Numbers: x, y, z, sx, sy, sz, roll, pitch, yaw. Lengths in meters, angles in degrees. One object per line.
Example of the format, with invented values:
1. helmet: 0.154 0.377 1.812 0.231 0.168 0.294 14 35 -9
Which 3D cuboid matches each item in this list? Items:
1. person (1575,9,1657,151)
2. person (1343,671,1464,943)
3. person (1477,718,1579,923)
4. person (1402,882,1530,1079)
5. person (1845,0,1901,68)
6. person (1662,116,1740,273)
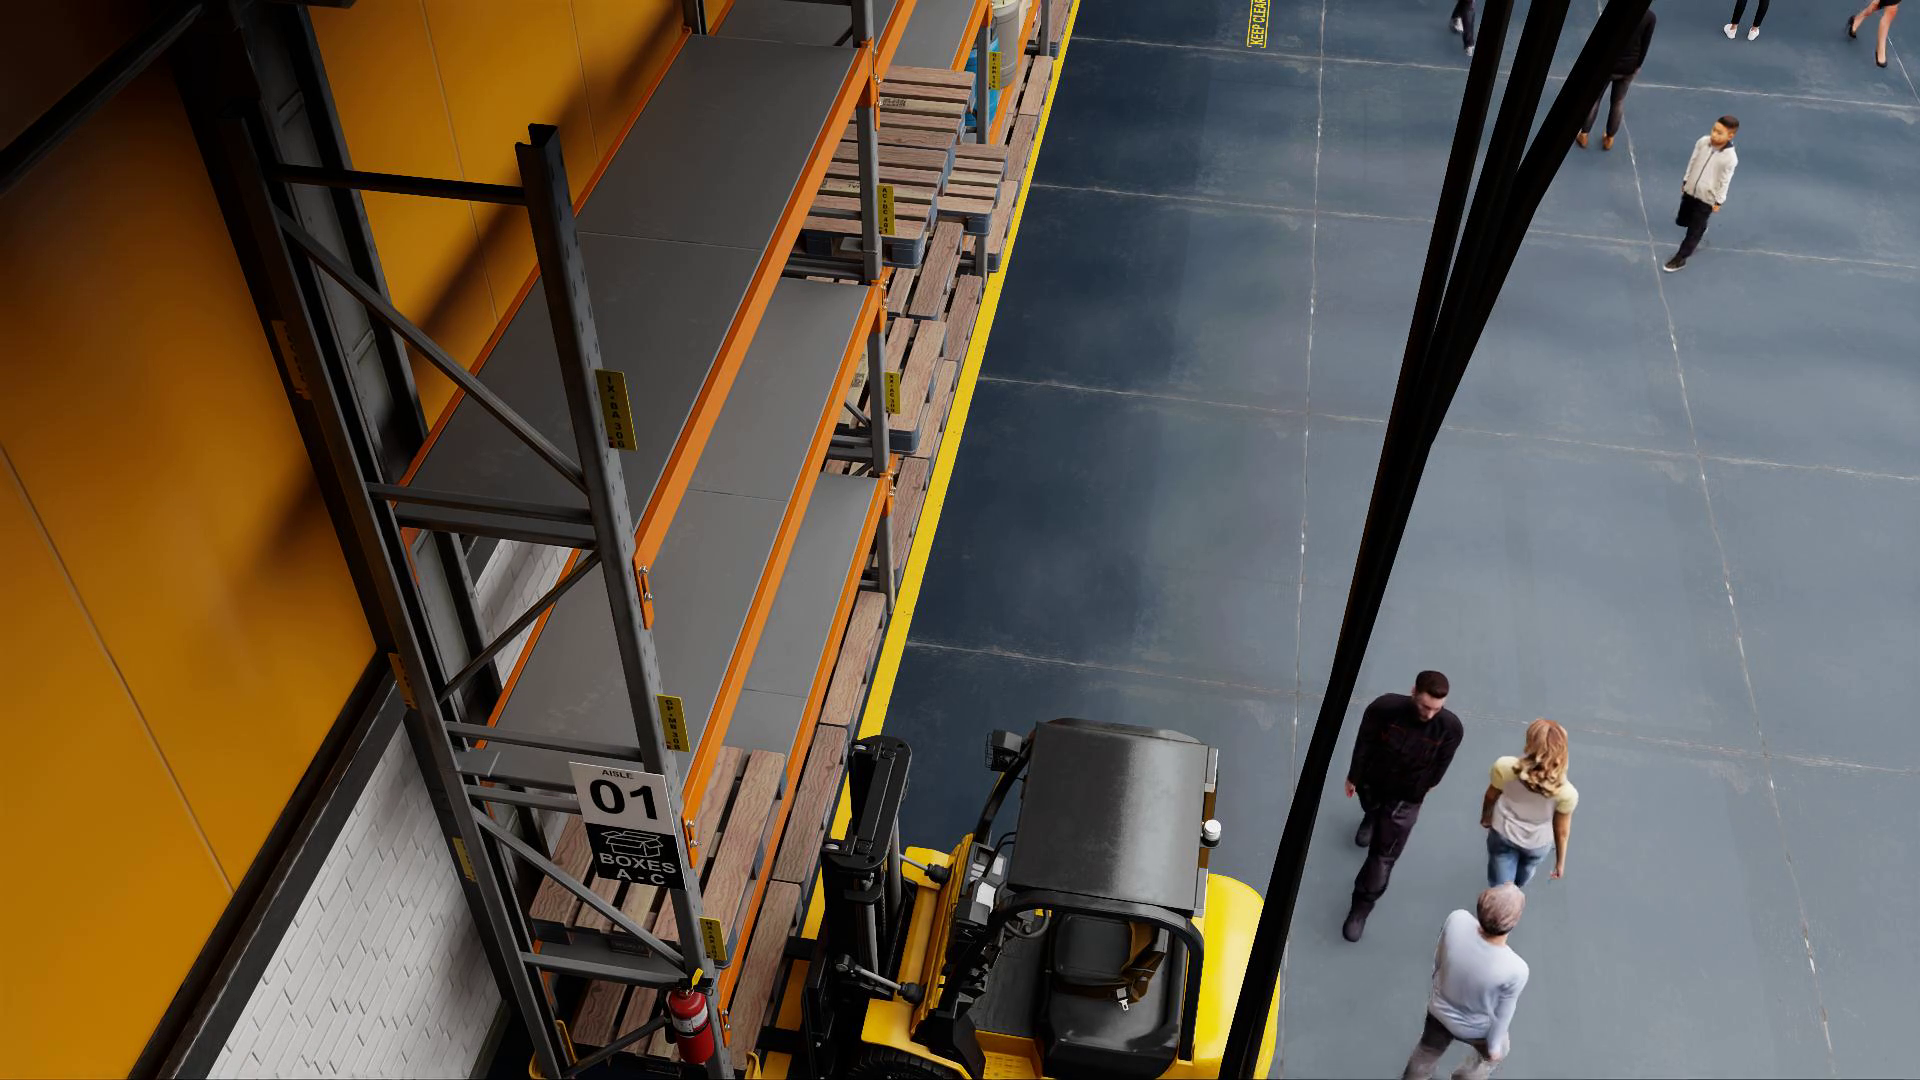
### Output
1. person: 6.199 -4.512 15.699 0.643 1.722 0.524 8 44 8
2. person: 2.470 1.316 9.480 0.959 1.861 1.332 20 47 20
3. person: 3.051 1.711 9.205 0.930 1.670 1.174 23 48 23
4. person: 2.453 2.417 8.316 0.894 1.874 0.833 -26 49 -24
5. person: 9.578 -5.779 17.089 0.861 1.639 1.117 -10 45 -10
6. person: 6.442 -3.007 14.321 0.901 1.443 0.853 -24 48 -23
